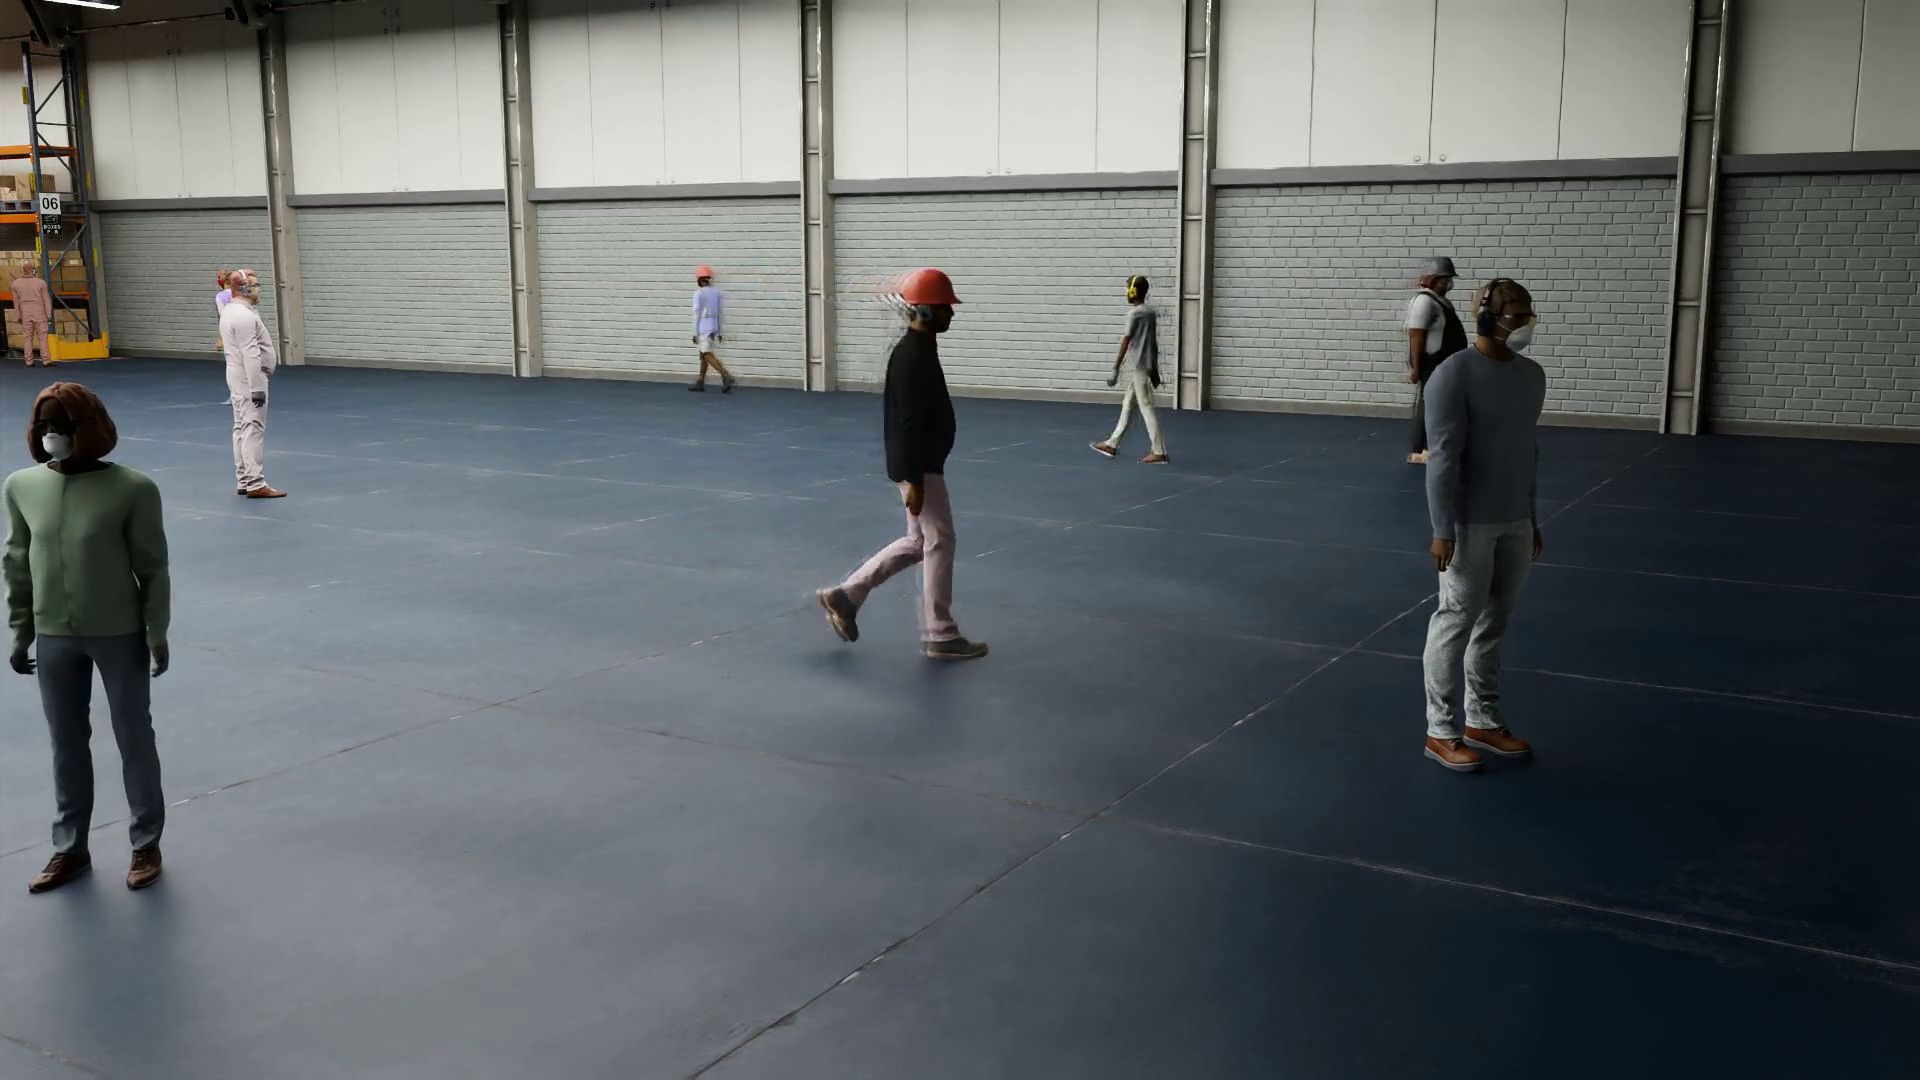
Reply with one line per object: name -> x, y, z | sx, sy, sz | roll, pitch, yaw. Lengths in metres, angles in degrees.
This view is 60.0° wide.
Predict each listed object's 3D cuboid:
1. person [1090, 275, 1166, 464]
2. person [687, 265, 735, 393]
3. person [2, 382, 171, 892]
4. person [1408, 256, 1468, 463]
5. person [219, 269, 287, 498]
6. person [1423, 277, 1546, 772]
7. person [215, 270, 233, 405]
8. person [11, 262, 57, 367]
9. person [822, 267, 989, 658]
person -> 1.649, -1.668, 16.342 | 0.932, 1.831, 0.516 | 5, 11, 27
person -> -3.686, -3.115, 24.604 | 0.913, 1.907, 0.550 | 6, 11, 30
person -> -2.775, 0.311, 5.307 | 0.499, 1.634, 0.285 | 0, 10, -1
person -> 4.655, -1.729, 16.059 | 0.598, 2.000, 0.691 | 4, 11, 24
person -> -5.945, -1.306, 13.965 | 0.409, 1.913, 0.648 | -7, 12, -35
person -> 2.091, -0.063, 6.608 | 0.635, 1.937, 0.360 | -7, 12, -34
person -> -9.857, -2.740, 22.575 | 0.389, 1.838, 0.563 | 2, 10, 14
person -> -16.893, -4.103, 30.357 | 0.643, 1.909, 0.410 | -1, 10, -5
person -> -0.272, -0.372, 8.326 | 0.768, 1.971, 0.624 | 0, 10, -3
